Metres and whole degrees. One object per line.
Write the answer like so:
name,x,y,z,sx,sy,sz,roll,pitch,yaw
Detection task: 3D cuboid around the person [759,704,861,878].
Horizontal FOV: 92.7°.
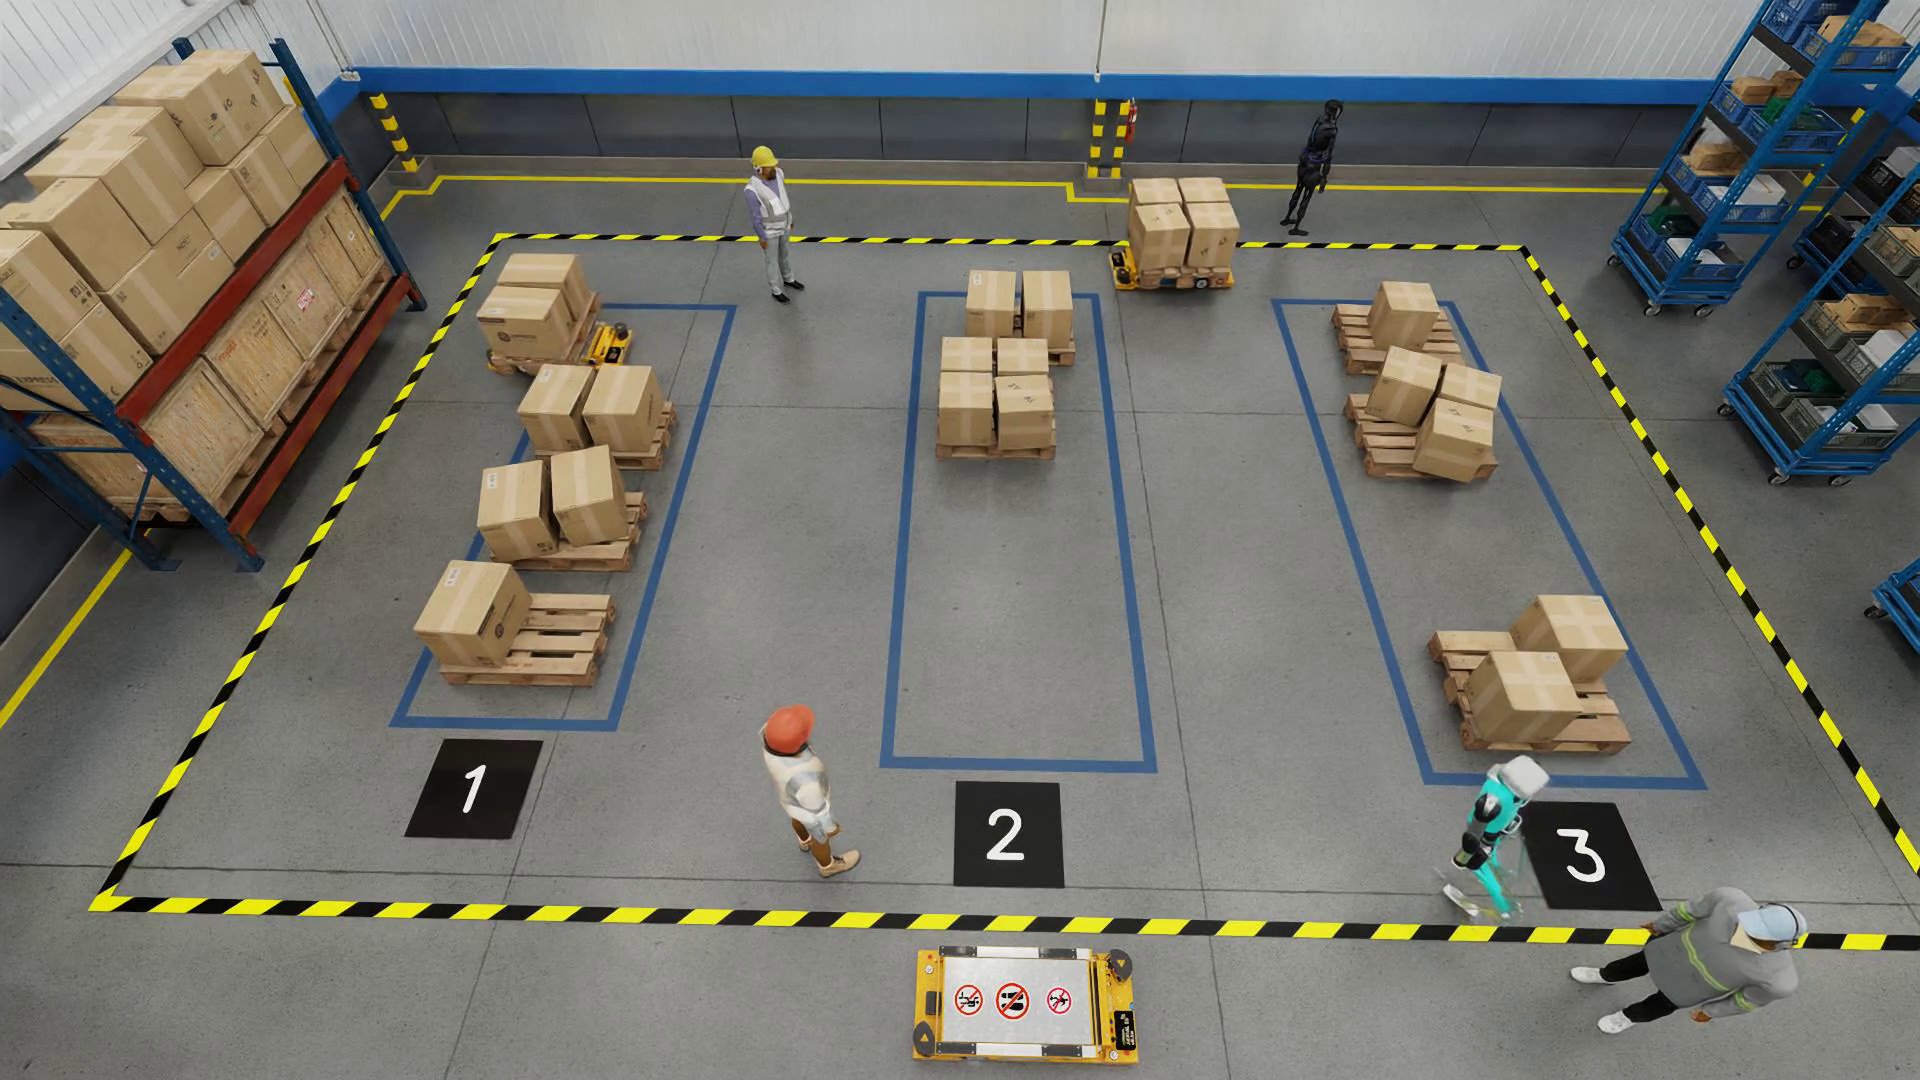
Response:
person,-0.990,1.657,5.990,0.366,2.047,0.606,-31,57,-23

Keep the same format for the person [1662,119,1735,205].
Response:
person,9.095,-4.602,11.235,0.348,1.833,0.551,-24,55,-18

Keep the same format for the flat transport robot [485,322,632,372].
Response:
flat transport robot,-4.471,-2.164,10.232,1.431,0.197,0.652,1,51,1

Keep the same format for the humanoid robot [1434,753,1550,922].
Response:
humanoid robot,3.478,2.048,5.880,0.558,1.790,0.803,-33,58,-24

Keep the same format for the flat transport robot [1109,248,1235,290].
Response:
flat transport robot,2.583,-3.352,11.200,1.431,0.197,0.652,-2,51,-2

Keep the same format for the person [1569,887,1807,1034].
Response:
person,4.292,2.517,5.412,0.400,1.851,0.591,-5,51,-4

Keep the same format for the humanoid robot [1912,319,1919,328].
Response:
humanoid robot,10.506,-2.564,9.657,0.315,1.657,0.599,21,54,16

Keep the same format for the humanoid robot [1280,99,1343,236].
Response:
humanoid robot,4.365,-4.613,11.331,0.315,1.653,0.599,-7,51,-6

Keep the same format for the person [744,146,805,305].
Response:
person,-2.091,-3.560,10.376,0.404,1.837,0.589,23,54,18

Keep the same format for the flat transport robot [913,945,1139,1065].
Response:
flat transport robot,0.422,3.041,6.007,1.431,0.231,0.659,1,51,1
